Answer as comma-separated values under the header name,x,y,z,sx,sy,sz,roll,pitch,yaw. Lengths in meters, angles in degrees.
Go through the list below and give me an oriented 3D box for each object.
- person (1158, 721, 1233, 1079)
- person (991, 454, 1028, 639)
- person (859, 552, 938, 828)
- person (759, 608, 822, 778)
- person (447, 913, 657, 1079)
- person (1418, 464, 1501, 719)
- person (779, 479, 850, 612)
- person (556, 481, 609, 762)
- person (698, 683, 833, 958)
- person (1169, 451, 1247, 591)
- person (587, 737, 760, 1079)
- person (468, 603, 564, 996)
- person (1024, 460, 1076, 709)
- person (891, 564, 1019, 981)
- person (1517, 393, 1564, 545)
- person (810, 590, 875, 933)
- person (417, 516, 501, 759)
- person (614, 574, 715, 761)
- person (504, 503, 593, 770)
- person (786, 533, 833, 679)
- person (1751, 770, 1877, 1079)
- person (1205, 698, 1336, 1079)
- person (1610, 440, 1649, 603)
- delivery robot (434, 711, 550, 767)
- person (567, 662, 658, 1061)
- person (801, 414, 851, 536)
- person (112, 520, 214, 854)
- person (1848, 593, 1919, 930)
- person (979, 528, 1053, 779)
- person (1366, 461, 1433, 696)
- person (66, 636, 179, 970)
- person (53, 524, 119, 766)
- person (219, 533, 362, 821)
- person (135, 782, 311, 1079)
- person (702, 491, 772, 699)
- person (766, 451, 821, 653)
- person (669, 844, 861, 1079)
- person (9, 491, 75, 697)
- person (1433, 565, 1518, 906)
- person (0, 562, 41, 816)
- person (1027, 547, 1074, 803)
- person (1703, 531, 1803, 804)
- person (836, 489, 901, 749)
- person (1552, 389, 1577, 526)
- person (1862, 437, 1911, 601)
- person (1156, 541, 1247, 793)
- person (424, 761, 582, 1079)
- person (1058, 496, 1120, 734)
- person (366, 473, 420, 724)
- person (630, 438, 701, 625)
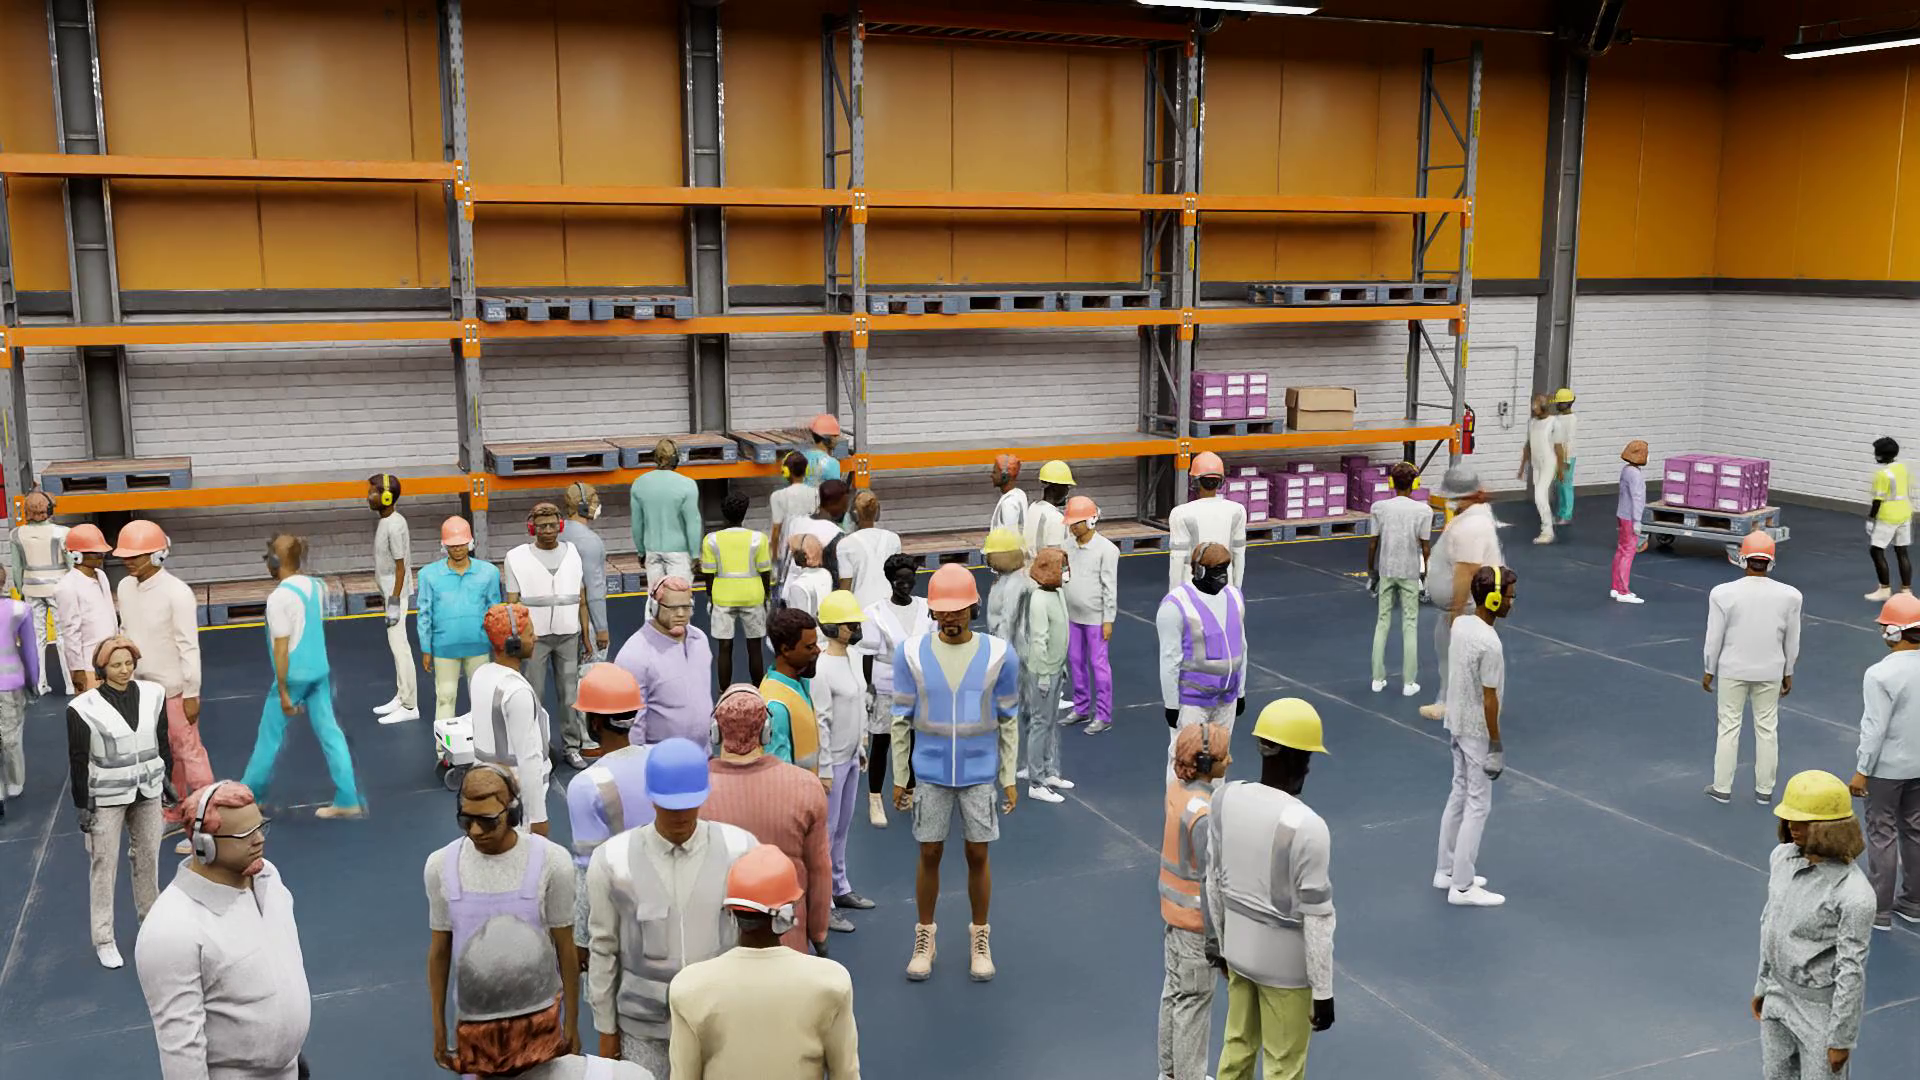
name,x,y,z,sx,sy,sz,roll,pitch,yaw
person,0.959,1.532,6.740,0.306,1.639,0.524,-1,10,-7
person,0.390,0.236,13.495,0.354,1.887,0.573,1,10,8
person,-0.361,0.907,10.174,0.539,1.695,0.319,-5,11,-26
person,-0.795,1.247,7.579,0.375,1.917,0.598,0,10,-1
person,-1.017,1.833,3.853,0.676,2.000,0.536,-7,12,-35
person,3.645,0.408,12.062,0.641,2.000,0.712,2,10,14
person,-1.017,0.485,12.141,1.019,1.862,0.612,-5,11,-27
person,-2.605,0.557,11.498,0.372,1.940,0.627,-8,13,-39
person,-0.801,1.478,6.281,0.639,1.911,0.406,-2,10,-13
person,1.807,0.361,12.327,0.607,2.044,0.379,-3,10,-17
person,-0.931,1.586,5.579,0.607,1.939,0.424,-2,10,-14
person,-2.087,1.224,7.816,0.356,1.883,0.573,-8,13,-38
person,0.697,0.342,12.800,0.395,1.918,0.586,-3,10,-15
person,-0.025,1.116,7.976,0.616,2.041,0.378,0,10,2
person,6.949,-0.844,19.905,0.521,1.819,0.529,-4,11,-22
person,-0.622,1.132,8.672,0.309,1.772,0.524,3,10,18
person,-3.351,0.704,11.182,0.559,1.752,0.325,-4,11,-23
person,-1.440,1.111,8.411,0.399,1.905,0.642,5,11,29
person,-2.764,0.656,11.193,0.570,1.845,0.383,-6,11,-30
person,-1.002,0.762,11.178,0.311,1.638,0.523,3,10,19
person,2.959,1.642,5.841,0.329,1.734,0.482,-1,10,-8
person,1.143,1.515,6.041,0.383,1.918,0.584,-6,12,-33
person,6.741,-0.194,16.699,0.266,1.632,0.509,1,10,8
delivery robot,-3.110,1.280,11.047,0.707,0.478,0.477,-6,11,-30
person,-1.335,1.428,6.484,0.370,1.935,0.552,6,11,29
person,-1.208,-0.164,15.447,0.896,2.003,0.633,-7,12,-35
person,-4.666,0.854,9.702,0.624,1.980,0.447,6,12,31
person,4.851,1.143,8.653,0.569,1.749,0.342,-4,11,-22
person,0.256,0.761,11.008,0.817,1.697,0.496,-2,10,-10
person,3.487,0.303,13.197,0.516,1.861,0.325,5,11,28
person,-4.130,1.273,8.233,0.311,1.639,0.521,6,12,32
person,-5.652,0.758,10.872,0.334,1.749,0.575,-1,10,-5
person,-4.147,0.846,10.266,0.990,1.780,0.502,3,10,16
person,-2.218,1.672,5.167,0.408,1.908,0.642,1,10,4
person,-1.691,0.470,12.690,0.530,1.697,0.321,0,10,-1
person,-1.406,0.157,14.138,0.505,1.831,0.872,-3,10,-19
person,-0.585,1.773,5.028,0.572,1.747,0.335,-1,10,-6
person,-7.167,0.431,13.084,0.514,1.641,0.307,-1,10,-3
person,2.778,1.046,8.935,0.338,1.855,0.526,-1,10,-7
person,-6.042,0.906,10.401,0.524,1.613,0.698,-7,12,-35
person,0.580,0.850,10.689,0.286,1.633,0.500,3,10,17
person,5.016,0.810,10.572,0.559,1.752,0.326,2,10,11
person,-0.653,0.557,11.762,0.506,1.847,0.343,-6,11,-30
person,7.741,-1.063,21.363,0.338,1.761,0.524,0,10,3
person,9.344,-0.199,16.648,0.600,1.668,0.411,-7,12,-34
person,1.441,0.910,9.772,0.627,1.836,0.429,-7,12,-33
person,-1.541,1.625,5.656,0.519,1.836,0.343,0,10,0
person,0.909,0.537,12.193,0.355,1.736,0.577,-8,13,-40
person,-4.250,0.431,12.419,0.329,1.873,0.515,-4,11,-23
person,-2.478,0.106,14.098,0.629,1.939,0.372,3,10,19
